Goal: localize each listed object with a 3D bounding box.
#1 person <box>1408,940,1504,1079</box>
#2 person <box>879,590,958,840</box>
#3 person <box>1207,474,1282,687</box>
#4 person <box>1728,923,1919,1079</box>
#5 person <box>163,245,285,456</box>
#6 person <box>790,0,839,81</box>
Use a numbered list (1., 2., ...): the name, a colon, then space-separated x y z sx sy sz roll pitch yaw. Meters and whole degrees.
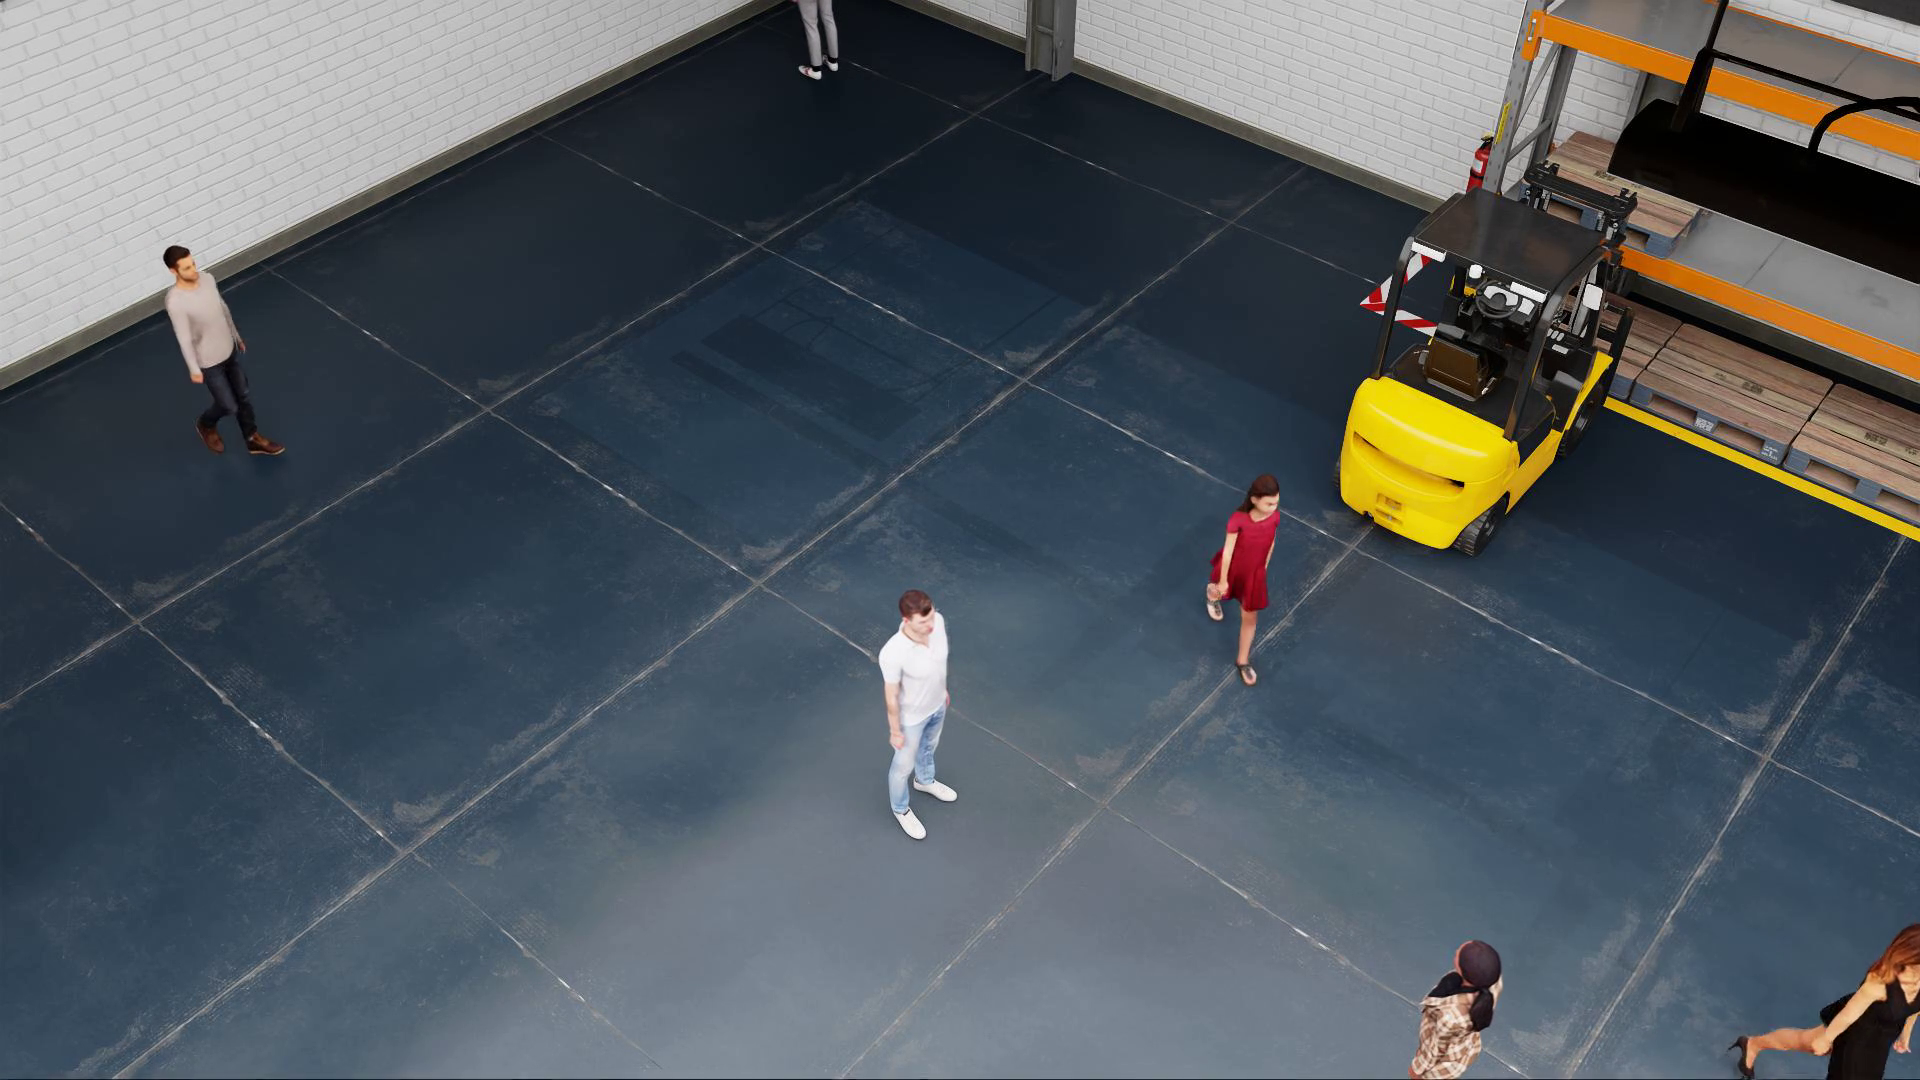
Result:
1. person: 2.358 2.481 8.073 0.608 1.795 0.585 -32 52 -29
2. person: -0.247 0.959 9.629 0.544 1.851 0.663 27 50 26
3. person: 1.798 0.131 10.740 0.963 1.518 1.098 -7 44 -7
4. person: 4.332 2.381 8.184 0.879 1.786 1.197 -19 47 -19
5. person: -5.469 -1.352 12.052 0.969 1.856 0.862 8 44 9
6. person: -1.427 -5.500 16.339 0.733 1.948 0.634 -32 52 -29
